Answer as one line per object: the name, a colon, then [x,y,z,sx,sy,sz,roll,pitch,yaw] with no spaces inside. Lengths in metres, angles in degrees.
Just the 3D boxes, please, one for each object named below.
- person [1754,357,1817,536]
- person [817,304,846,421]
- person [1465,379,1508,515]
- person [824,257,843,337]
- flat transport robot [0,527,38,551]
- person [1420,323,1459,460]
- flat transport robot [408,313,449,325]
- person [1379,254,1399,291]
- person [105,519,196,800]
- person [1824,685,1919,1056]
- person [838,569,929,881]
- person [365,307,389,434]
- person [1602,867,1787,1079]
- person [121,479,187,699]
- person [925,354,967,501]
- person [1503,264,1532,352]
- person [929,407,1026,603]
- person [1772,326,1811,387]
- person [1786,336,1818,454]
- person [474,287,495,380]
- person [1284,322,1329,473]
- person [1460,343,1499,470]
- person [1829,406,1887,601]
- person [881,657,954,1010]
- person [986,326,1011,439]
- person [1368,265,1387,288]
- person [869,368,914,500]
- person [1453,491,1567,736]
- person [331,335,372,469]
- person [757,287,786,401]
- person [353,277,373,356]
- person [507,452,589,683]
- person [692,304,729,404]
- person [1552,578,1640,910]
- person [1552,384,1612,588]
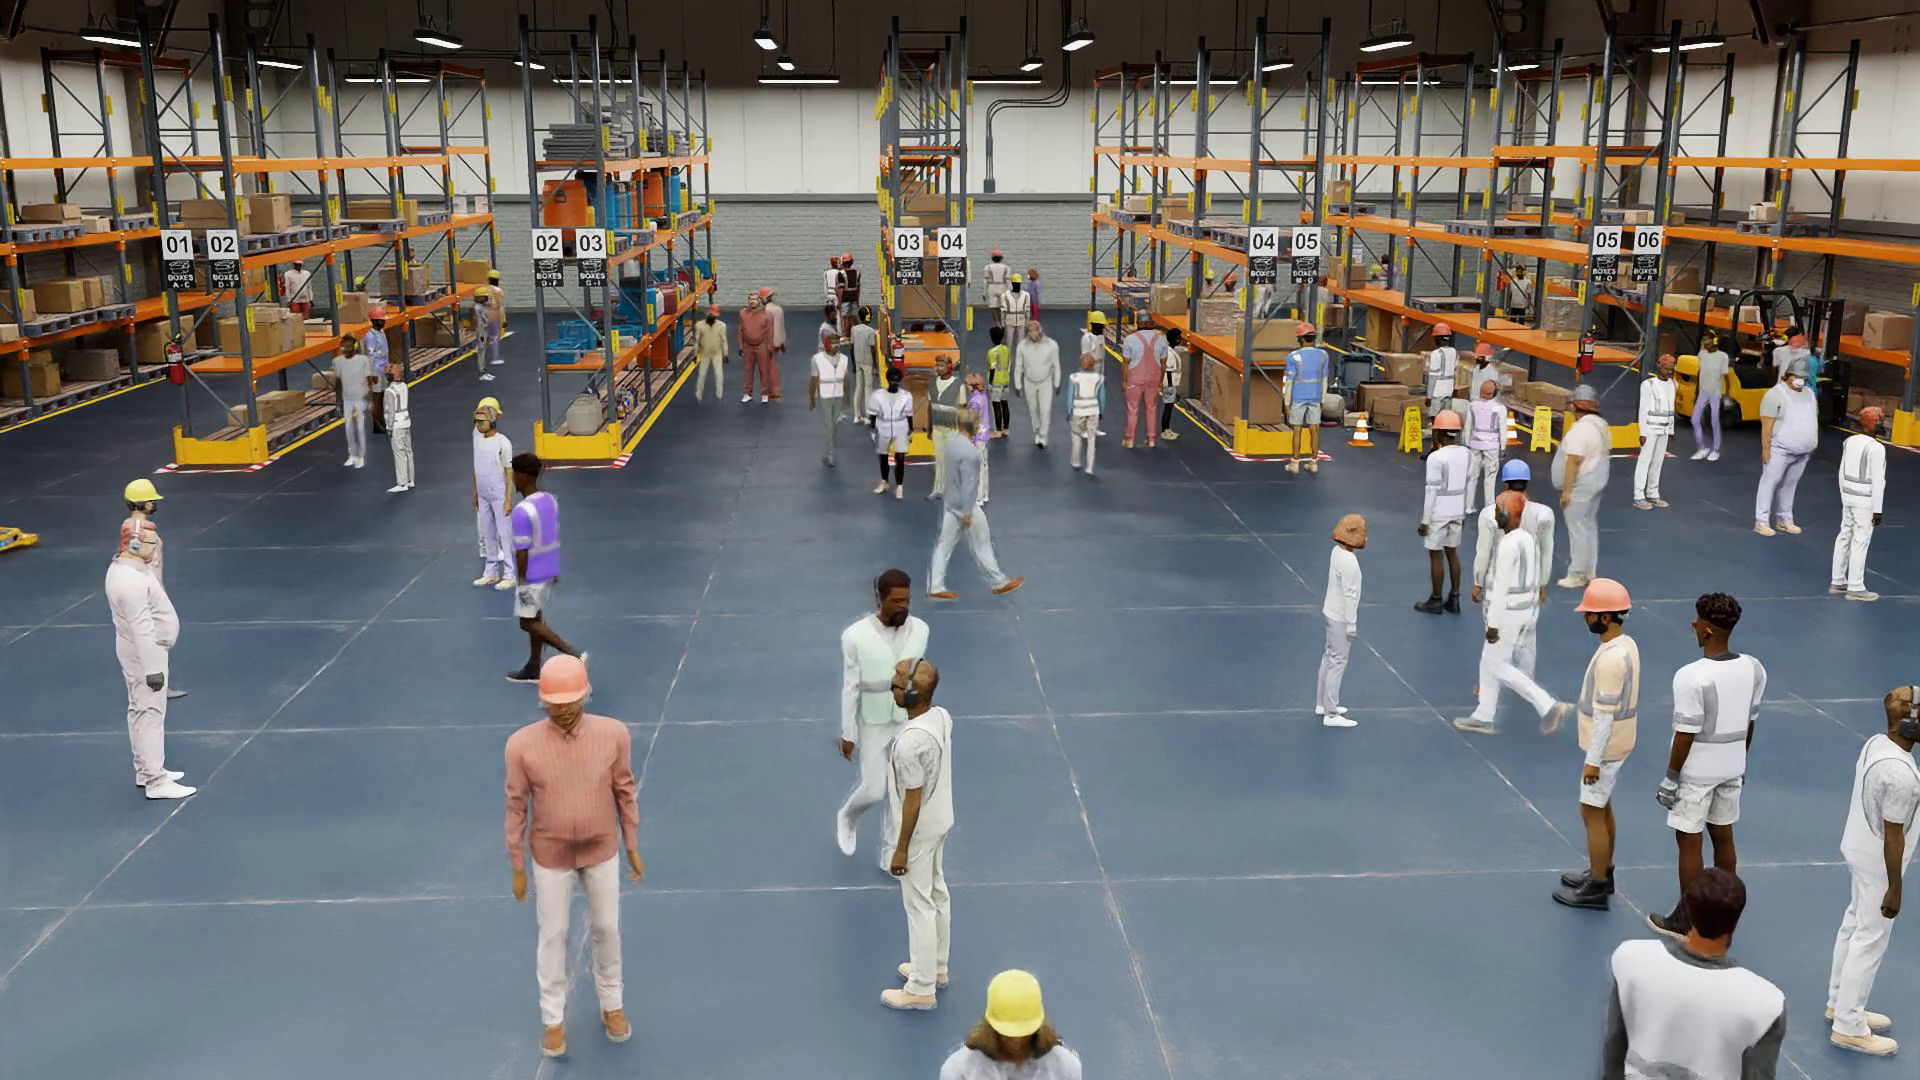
person: [9.368,-1.060,18.756,0.684,2.000,0.535,-4,14,-18]
person: [-2.088,-2.849,26.668,0.422,1.891,0.640,2,13,7]
person: [6.231,-1.085,19.723,0.522,1.639,0.306,13,18,43]
person: [-2.835,-5.502,37.913,0.573,1.883,0.354,10,16,36]
flat transport robot: [-10.657,0.067,17.775,0.652,0.197,1.431,2,13,9]
person: [6.702,-2.066,23.264,0.541,1.929,0.382,-11,17,-39]
flat transport robot: [-13.324,-5.524,41.460,0.652,0.197,1.431,1,13,4]
person: [10.091,-5.871,39.560,0.627,1.847,0.429,-3,14,-11]
person: [-5.461,0.796,11.200,0.407,1.902,0.639,-9,16,-33]
person: [4.447,1.579,8.030,0.341,1.839,0.501,4,14,15]
person: [-0.466,1.084,9.975,0.619,1.902,0.535,-9,16,-33]
person: [-8.899,-2.609,25.541,0.377,1.938,0.547,0,13,0]
person: [2.529,2.067,5.879,0.597,1.885,0.928,9,16,34]
person: [-6.443,0.389,13.210,0.331,1.768,0.526,-13,18,-43]
person: [-0.156,-1.380,20.529,0.565,1.845,0.387,10,16,36]
person: [12.014,-4.989,35.784,0.521,1.865,0.328,12,18,42]
person: [0.136,-0.336,16.004,0.990,1.889,0.660,-5,14,-20]
person: [11.917,-2.162,23.904,0.511,1.814,0.944,5,14,22]
person: [12.053,-2.074,23.810,0.629,1.699,0.568,-5,14,-19]
person: [-8.990,-3.894,31.400,0.294,1.744,0.486,-1,13,-6]
person: [4.631,-1.908,22.373,0.607,2.035,0.406,-3,14,-11]
person: [6.971,-1.800,22.544,0.662,1.727,0.585,-3,14,-12]
person: [8.739,-0.357,16.115,0.347,1.884,0.584,-1,13,-5]
person: [-0.216,1.476,8.433,0.346,1.846,0.507,4,14,18]
person: [0.573,-2.363,25.009,0.322,1.699,0.536,8,15,30]
person: [9.278,-5.203,36.872,0.676,1.797,0.599,0,13,2]
person: [-0.852,-1.363,20.844,0.550,1.663,0.617,0,13,0]
person: [4.112,0.565,12.272,0.730,1.855,0.626,7,15,28]
person: [-8.313,-1.903,22.793,0.524,1.819,0.635,-1,13,-5]
person: [-3.375,-3.408,28.883,0.724,1.953,0.615,8,15,30]
person: [-12.129,-4.502,34.008,0.590,1.728,0.597,6,14,22]
person: [-3.362,0.254,13.399,0.725,1.945,0.611,3,14,14]
person: [-4.260,-3.176,28.432,0.630,1.724,0.538,-4,14,-17]
person: [3.682,1.166,9.594,0.389,1.923,0.549,7,15,26]
person: [6.178,-0.559,16.638,0.535,2.000,0.808,12,18,41]
